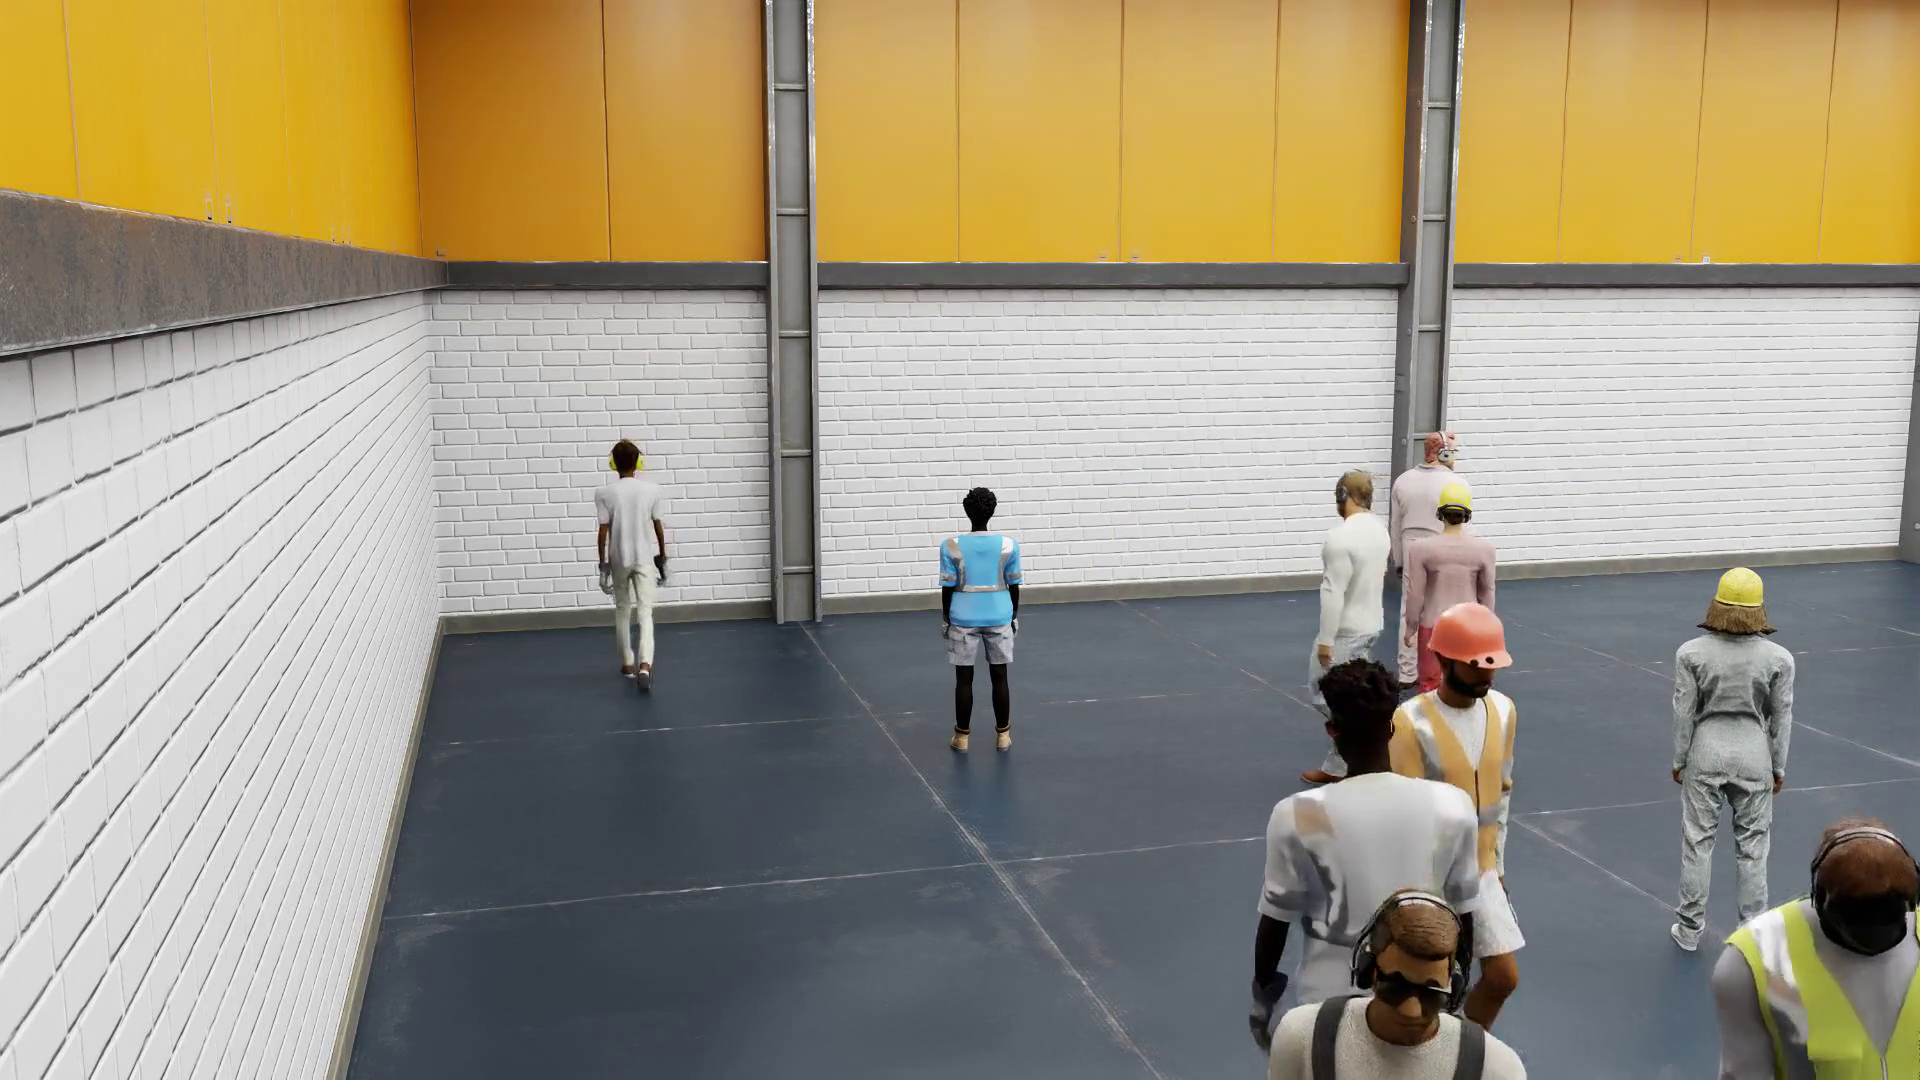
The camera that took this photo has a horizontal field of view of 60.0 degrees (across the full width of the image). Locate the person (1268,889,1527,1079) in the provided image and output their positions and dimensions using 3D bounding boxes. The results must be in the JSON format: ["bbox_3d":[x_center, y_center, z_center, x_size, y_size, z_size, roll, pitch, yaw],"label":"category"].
[{"bbox_3d":[0.818,1.586,3.391,0.566,1.833,0.477,5,10,28],"label":"person"}]

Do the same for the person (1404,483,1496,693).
[{"bbox_3d":[2.981,0.532,10.157,0.535,1.767,0.317,1,9,5],"label":"person"}]

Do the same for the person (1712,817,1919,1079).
[{"bbox_3d":[2.112,1.516,3.923,0.673,1.804,0.474,2,9,15],"label":"person"}]

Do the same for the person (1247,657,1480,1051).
[{"bbox_3d":[1.152,1.283,4.911,0.626,1.933,0.810,-1,9,-5],"label":"person"}]

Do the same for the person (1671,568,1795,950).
[{"bbox_3d":[3.418,0.984,7.404,0.486,1.744,0.294,3,10,20],"label":"person"}]

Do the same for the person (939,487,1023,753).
[{"bbox_3d":[0.128,0.509,10.514,0.535,1.697,0.318,-1,9,-7],"label":"person"}]

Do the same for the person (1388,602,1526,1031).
[{"bbox_3d":[1.727,1.156,5.795,0.576,1.914,0.562,-4,10,-23],"label":"person"}]

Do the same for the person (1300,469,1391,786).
[{"bbox_3d":[2.322,0.546,9.656,0.575,1.903,0.652,7,12,39],"label":"person"}]

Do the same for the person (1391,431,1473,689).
[{"bbox_3d":[3.425,0.165,12.024,0.399,1.905,0.642,-7,12,-38],"label":"person"}]

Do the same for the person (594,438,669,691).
[{"bbox_3d":[-2.400,0.172,12.214,0.526,1.844,0.920,-2,9,-14],"label":"person"}]
